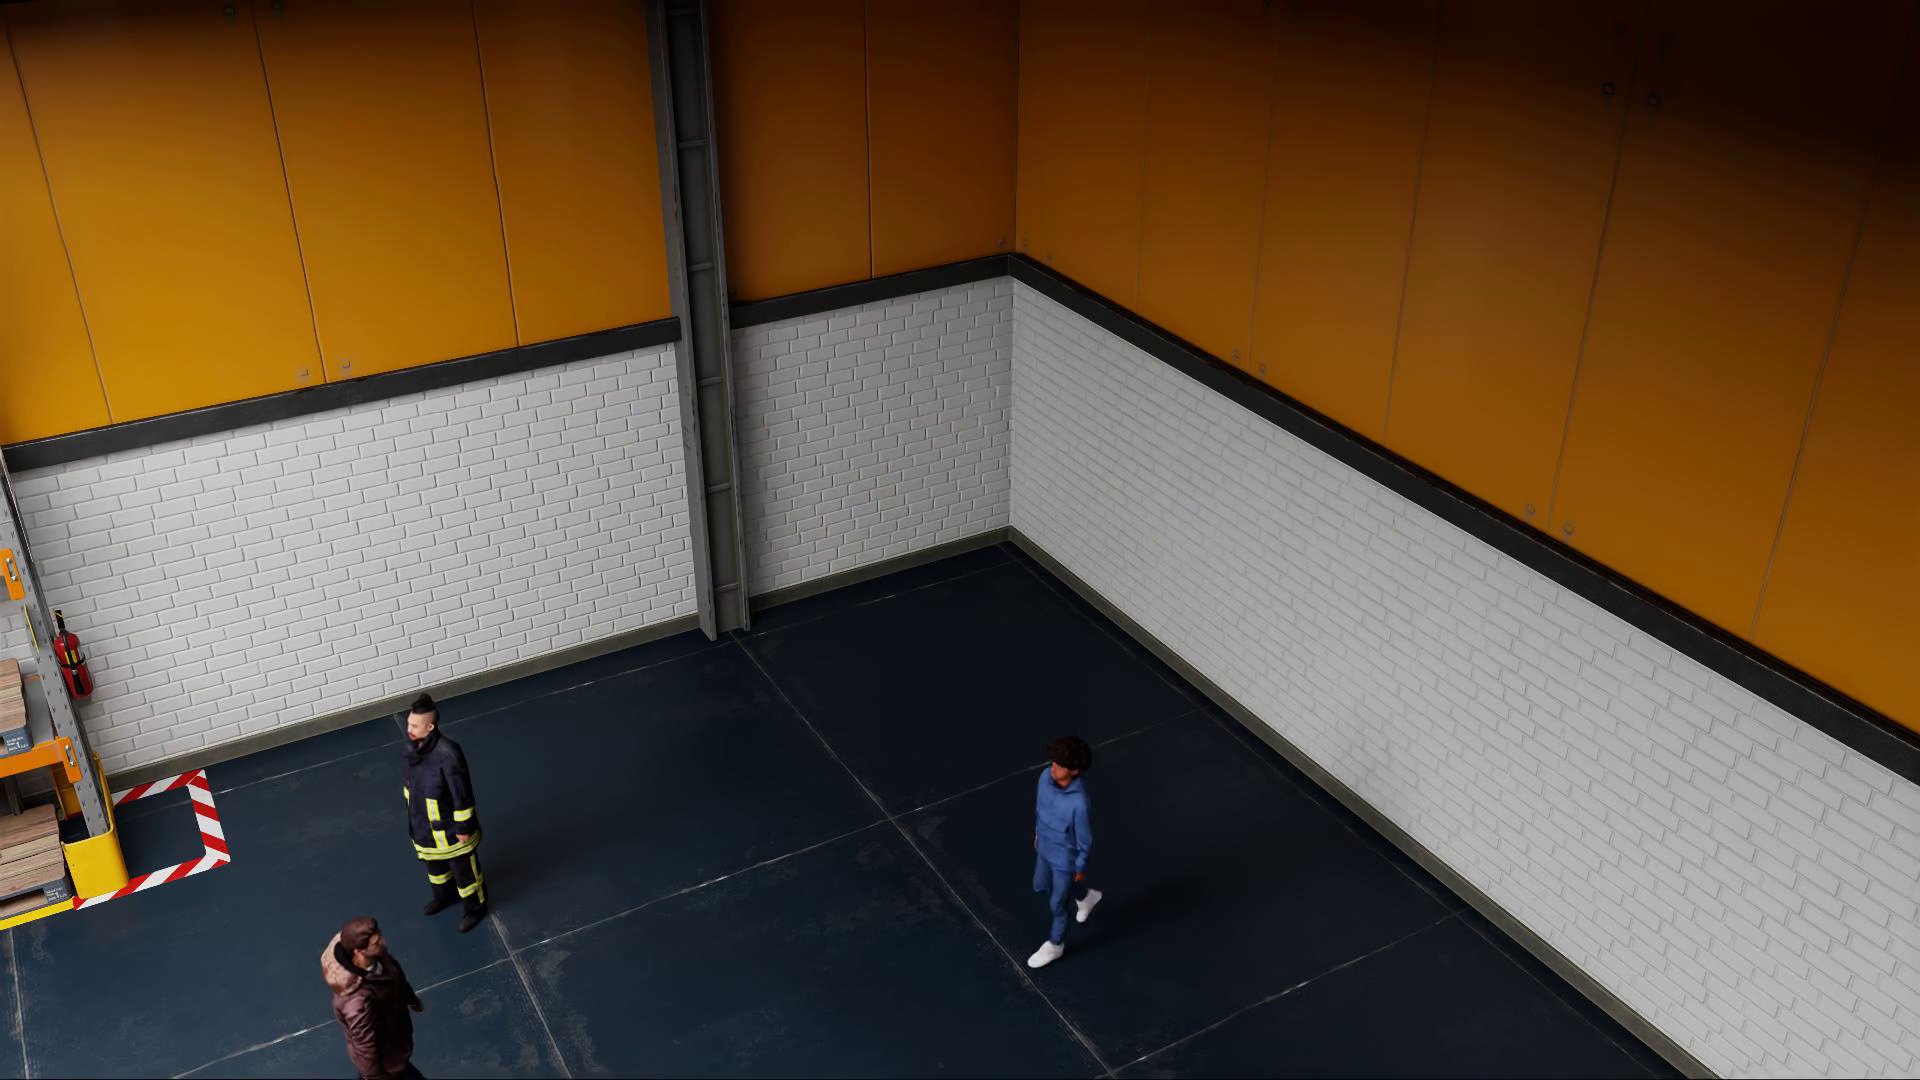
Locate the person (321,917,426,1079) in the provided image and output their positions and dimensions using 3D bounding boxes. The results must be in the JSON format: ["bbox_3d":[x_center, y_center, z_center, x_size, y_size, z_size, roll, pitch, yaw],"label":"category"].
[{"bbox_3d":[-3.453,2.918,9.645,1.253,1.800,0.968,-7,29,-12],"label":"person"}]

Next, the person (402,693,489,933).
[{"bbox_3d":[-3.587,1.866,11.509,0.861,1.861,0.855,18,33,29],"label":"person"}]

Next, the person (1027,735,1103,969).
[{"bbox_3d":[0.747,2.055,11.229,0.878,1.797,0.671,-16,32,-27],"label":"person"}]
